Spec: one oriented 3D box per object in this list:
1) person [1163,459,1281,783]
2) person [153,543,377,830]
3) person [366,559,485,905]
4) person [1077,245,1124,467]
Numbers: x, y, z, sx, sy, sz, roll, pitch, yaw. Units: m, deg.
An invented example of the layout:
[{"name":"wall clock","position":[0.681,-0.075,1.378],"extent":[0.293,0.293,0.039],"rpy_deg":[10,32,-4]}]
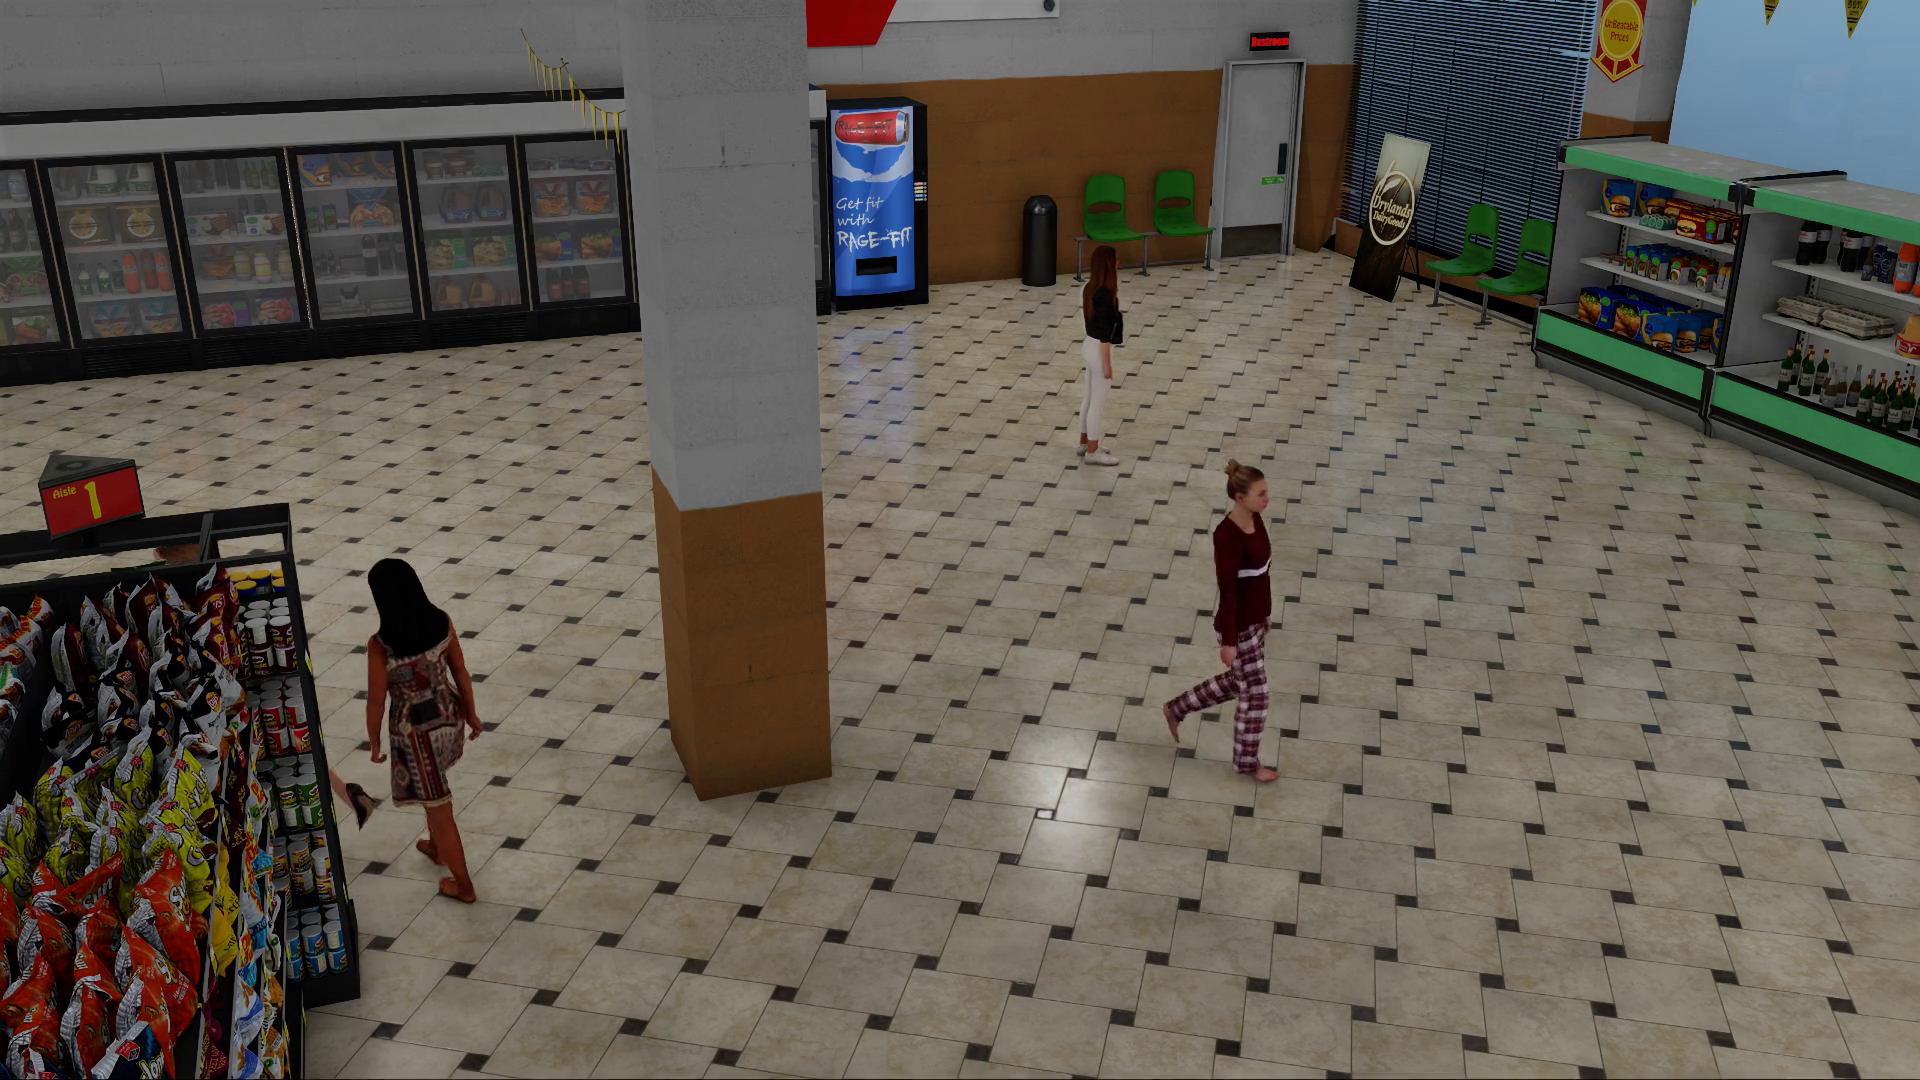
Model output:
[{"name":"person","position":[1.345,0.400,8.343],"extent":[0.993,1.678,0.943],"rpy_deg":[9,24,22]},{"name":"person","position":[-3.196,0.730,7.460],"extent":[0.695,1.725,1.073],"rpy_deg":[-4,22,-9]},{"name":"person","position":[-2.277,0.867,7.254],"extent":[0.938,1.625,0.852],"rpy_deg":[16,27,35]},{"name":"person","position":[1.074,-1.442,12.896],"extent":[0.709,1.703,0.526],"rpy_deg":[-3,22,-8]}]
